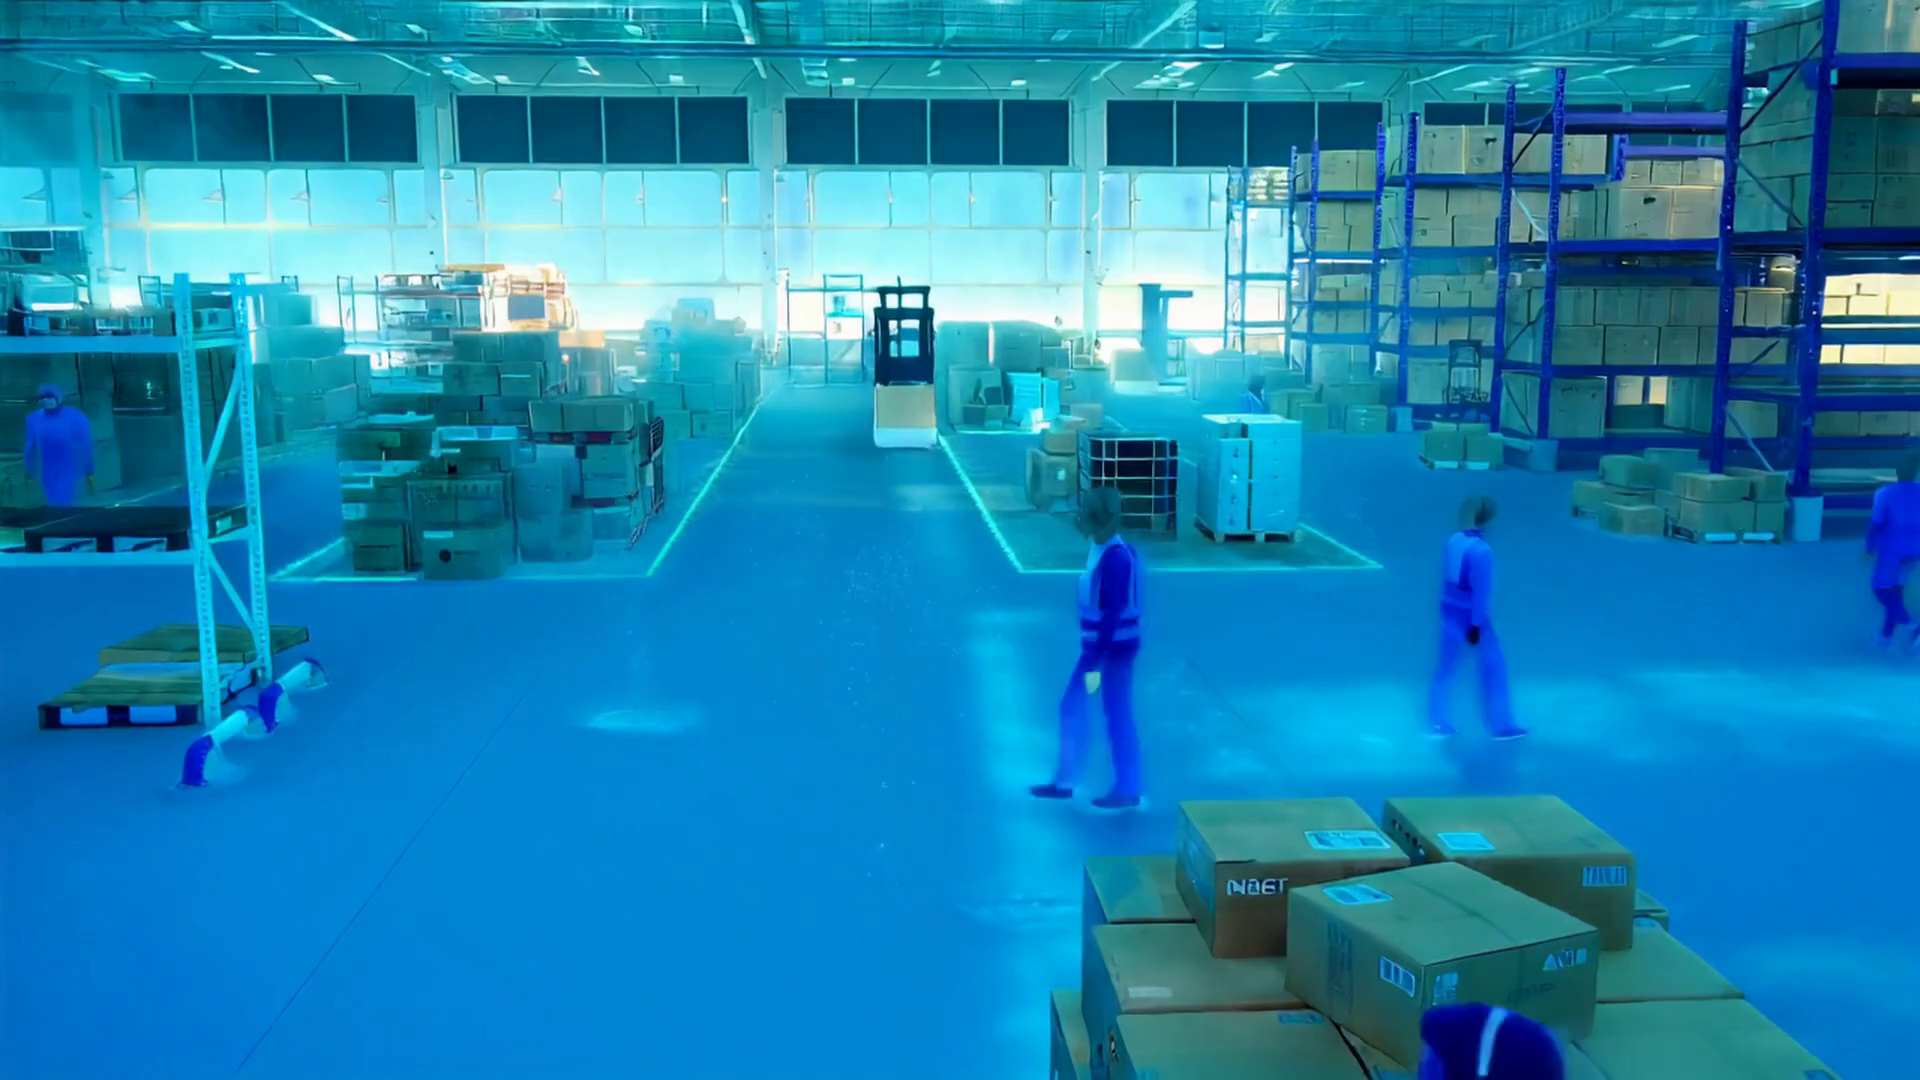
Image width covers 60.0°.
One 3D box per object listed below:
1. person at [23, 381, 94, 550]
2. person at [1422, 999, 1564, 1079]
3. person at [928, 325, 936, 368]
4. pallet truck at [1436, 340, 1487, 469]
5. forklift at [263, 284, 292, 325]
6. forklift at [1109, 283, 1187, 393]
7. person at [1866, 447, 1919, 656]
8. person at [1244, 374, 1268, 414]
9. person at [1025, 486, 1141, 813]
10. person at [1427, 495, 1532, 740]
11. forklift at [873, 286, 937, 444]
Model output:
[{"bbox_3d":[-9.454,-0.690,17.362,0.661,1.918,0.656,0,9,-1],"label":"person"},{"bbox_3d":[0.928,1.674,2.822,0.951,1.833,0.533,5,10,29],"label":"person"},{"bbox_3d":[-0.542,-3.844,37.123,0.550,1.933,0.374,-6,11,-31],"label":"person"},{"bbox_3d":[8.004,-2.170,26.422,0.823,1.965,1.885,2,9,14],"label":"pallet truck"},{"bbox_3d":[-15.683,-4.518,38.400,1.873,2.768,1.129,-1,9,-4],"label":"forklift"},{"bbox_3d":[4.827,-5.177,42.538,1.873,2.768,1.129,-1,9,-4],"label":"forklift"},{"bbox_3d":[7.489,0.099,13.179,0.537,1.673,0.673,-1,9,-8],"label":"person"},{"bbox_3d":[4.203,-1.604,24.024,0.657,1.622,0.515,7,12,38],"label":"person"},{"bbox_3d":[0.678,0.627,9.272,0.774,1.859,0.606,-1,9,-6],"label":"person"},{"bbox_3d":[3.403,0.511,10.805,0.729,1.613,0.518,-1,9,-8],"label":"person"},{"bbox_3d":[-1.001,-3.186,30.037,1.129,2.768,1.873,-1,9,-4],"label":"forklift"}]
